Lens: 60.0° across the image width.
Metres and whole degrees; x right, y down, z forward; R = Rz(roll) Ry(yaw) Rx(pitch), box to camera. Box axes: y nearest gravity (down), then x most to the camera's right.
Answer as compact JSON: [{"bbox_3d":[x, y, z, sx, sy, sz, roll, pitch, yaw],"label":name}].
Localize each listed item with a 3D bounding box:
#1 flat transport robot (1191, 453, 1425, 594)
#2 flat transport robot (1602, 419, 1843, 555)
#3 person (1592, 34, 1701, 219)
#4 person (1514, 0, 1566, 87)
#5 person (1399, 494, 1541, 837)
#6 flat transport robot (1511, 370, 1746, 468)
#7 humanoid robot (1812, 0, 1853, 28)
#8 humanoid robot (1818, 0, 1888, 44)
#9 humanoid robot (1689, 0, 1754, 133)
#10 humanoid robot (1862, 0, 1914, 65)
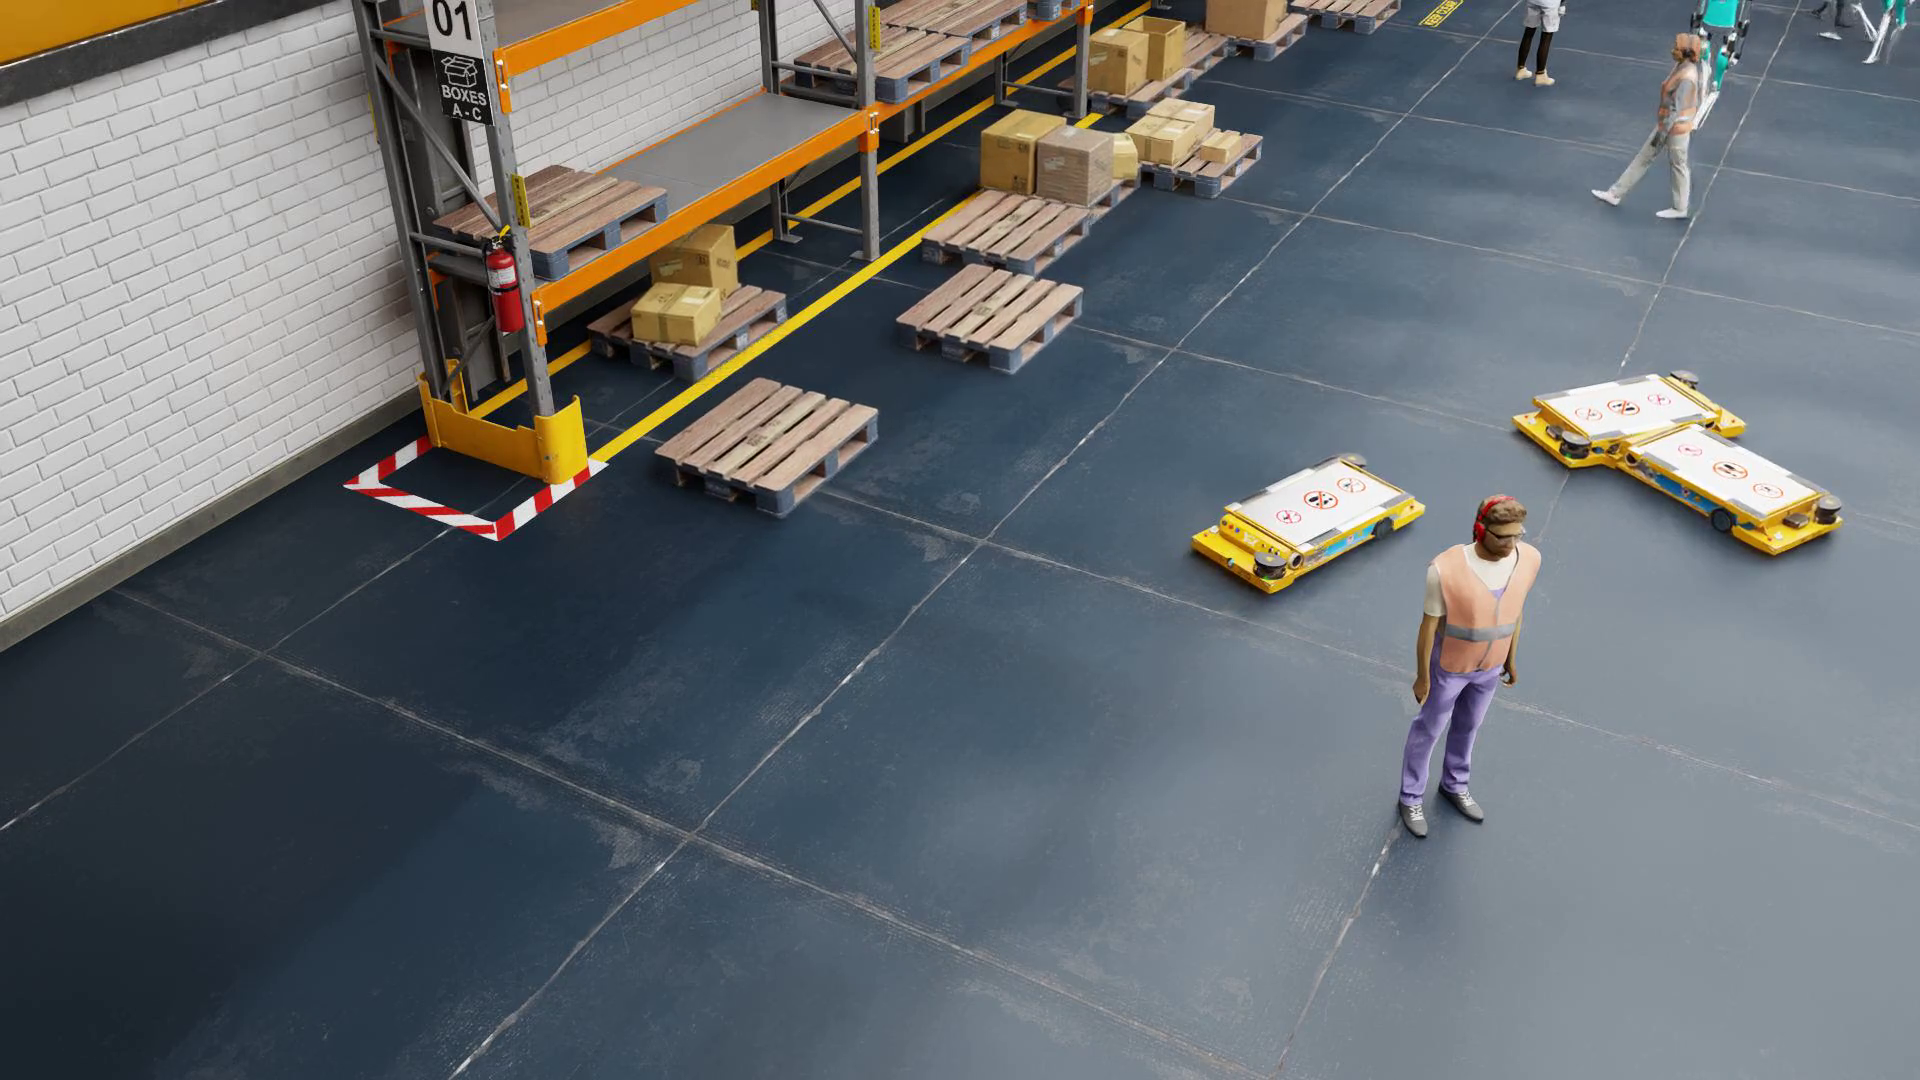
[{"bbox_3d":[2.180,-0.125,10.338,1.431,0.231,0.659,-23,40,-31],"label":"flat transport robot"},{"bbox_3d":[4.868,-0.390,10.738,0.659,0.231,1.431,-18,38,-25],"label":"flat transport robot"},{"bbox_3d":[6.020,-3.548,14.299,0.834,1.592,0.542,7,34,11],"label":"person"},{"bbox_3d":[6.109,-5.612,17.341,0.321,1.696,0.534,-18,37,-25],"label":"person"},{"bbox_3d":[2.384,0.573,7.849,0.565,1.848,0.390,-11,35,-16],"label":"person"},{"bbox_3d":[4.590,-0.831,11.405,1.431,0.231,0.659,-11,35,-16],"label":"flat transport robot"},{"bbox_3d":[10.236,-6.747,19.116,0.611,1.649,0.632,-19,38,-26],"label":"humanoid robot"},{"bbox_3d":[10.039,-6.393,18.507,0.923,1.748,0.548,25,41,33],"label":"humanoid robot"},{"bbox_3d":[7.340,-4.795,16.079,0.530,1.726,1.041,22,39,30],"label":"humanoid robot"},{"bbox_3d":[10.107,-5.902,17.833,0.790,1.882,0.536,-23,40,-30],"label":"humanoid robot"}]
